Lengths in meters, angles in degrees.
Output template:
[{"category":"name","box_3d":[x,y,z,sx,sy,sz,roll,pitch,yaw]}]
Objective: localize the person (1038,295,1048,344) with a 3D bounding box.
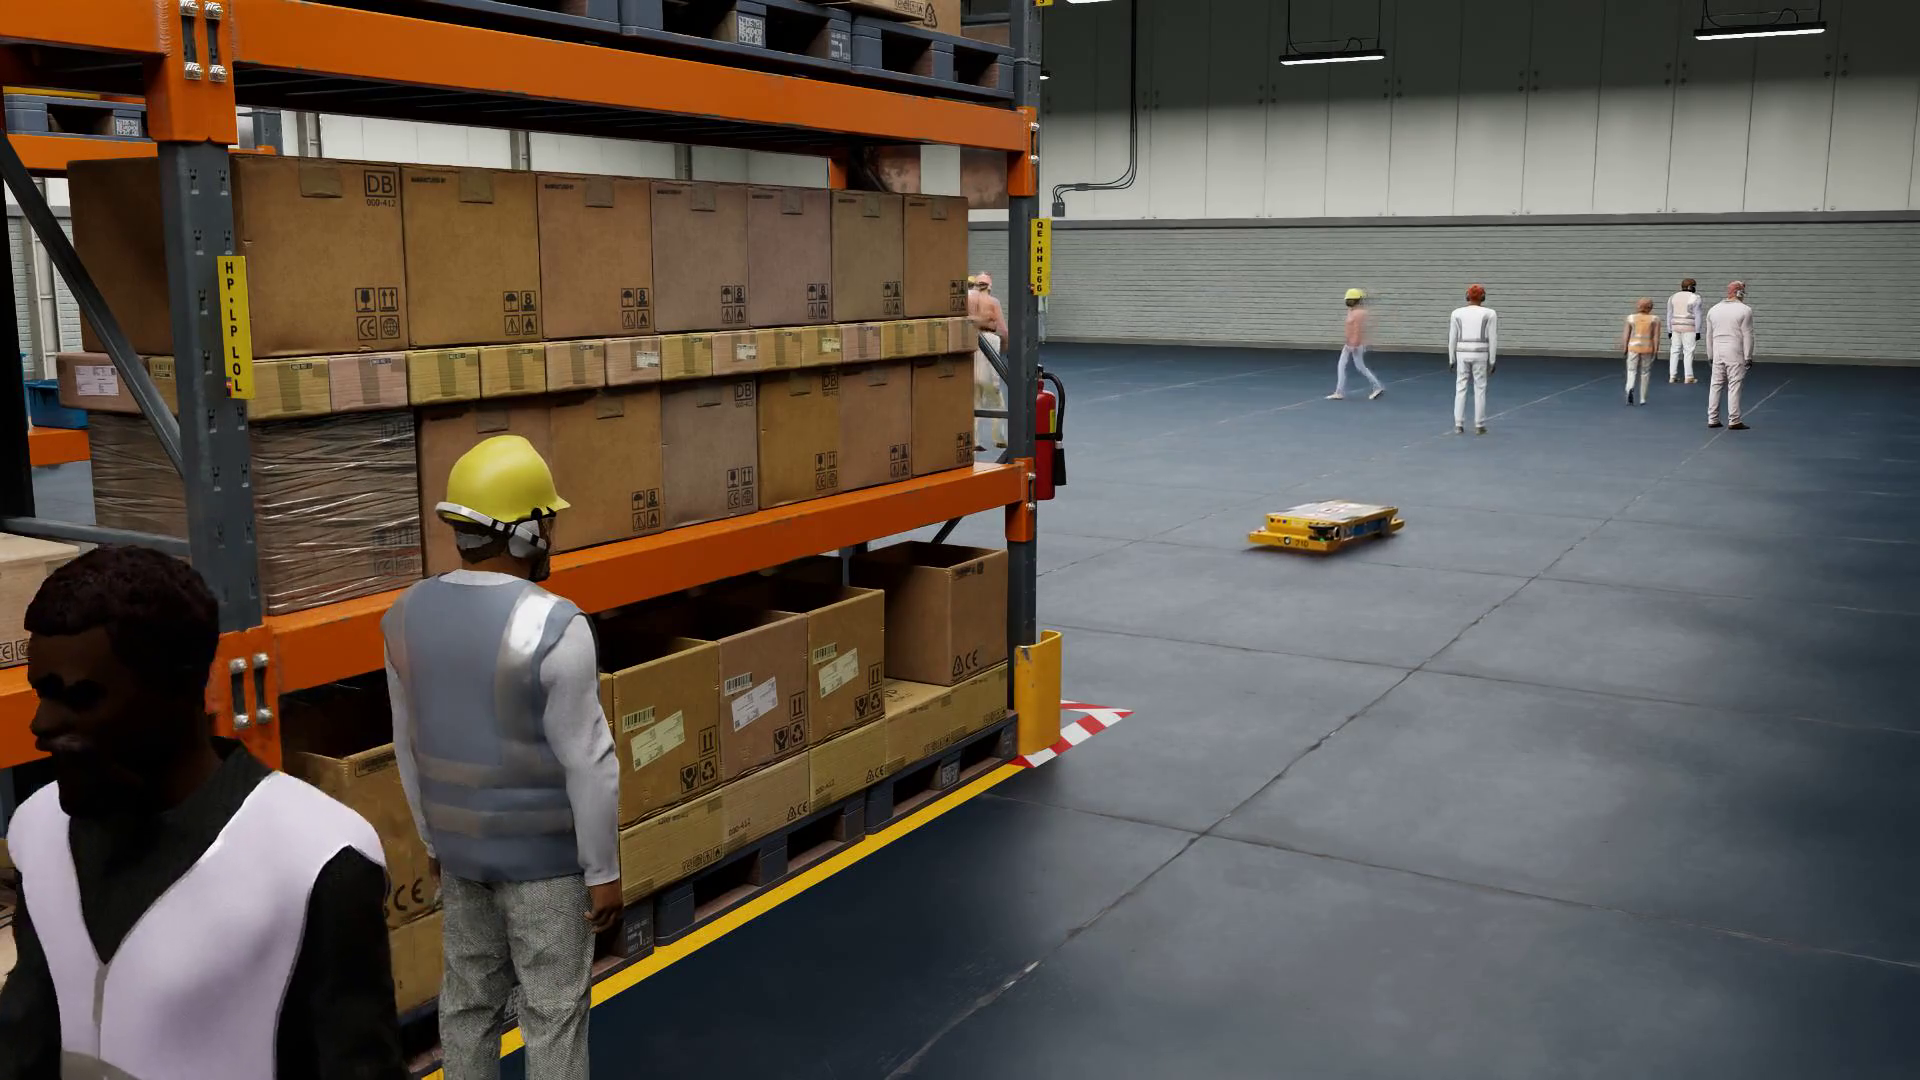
[{"category":"person","box_3d":[1.991,-5.799,42.284,0.501,1.632,0.288,-1,10,-3]}]

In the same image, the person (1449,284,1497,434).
[{"category":"person","box_3d":[6.429,-2.265,20.858,0.584,1.883,0.337,5,11,27]}]

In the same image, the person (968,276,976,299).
[{"category":"person","box_3d":[0.242,-5.153,38.115,0.527,1.768,0.317,3,10,19]}]

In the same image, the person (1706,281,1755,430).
[{"category":"person","box_3d":[9.953,-2.375,21.460,0.407,1.902,0.639,-6,11,-30]}]

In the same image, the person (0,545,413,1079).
[{"category":"person","box_3d":[-1.050,0.937,2.156,0.623,1.862,1.001,5,11,29]}]

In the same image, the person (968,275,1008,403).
[{"category":"person","box_3d":[0.432,-3.065,25.366,0.750,1.925,1.013,7,12,37]}]

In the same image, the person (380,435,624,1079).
[{"category":"person","box_3d":[-1.000,0.678,3.779,0.590,1.833,0.404,5,11,27]}]

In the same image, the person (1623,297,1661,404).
[{"category":"person","box_3d":[10.175,-2.815,24.864,0.523,1.622,0.634,5,11,27]}]

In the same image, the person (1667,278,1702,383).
[{"category":"person","box_3d":[12.737,-3.670,29.220,0.430,1.840,0.623,-7,12,-34]}]

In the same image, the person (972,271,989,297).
[{"category":"person","box_3d":[0.459,-4.688,34.986,0.403,1.904,0.652,-2,10,-9]}]

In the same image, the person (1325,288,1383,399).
[{"category":"person","box_3d":[6.171,-3.037,25.822,0.843,1.736,0.529,-1,10,-5]}]

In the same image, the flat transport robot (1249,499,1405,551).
[{"category":"flat transport robot","box_3d":[2.906,-0.132,13.084,0.652,0.197,1.431,7,12,37]}]

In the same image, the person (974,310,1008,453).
[{"category":"person","box_3d":[0.355,-1.804,18.934,0.530,1.604,0.696,9,13,44]}]
